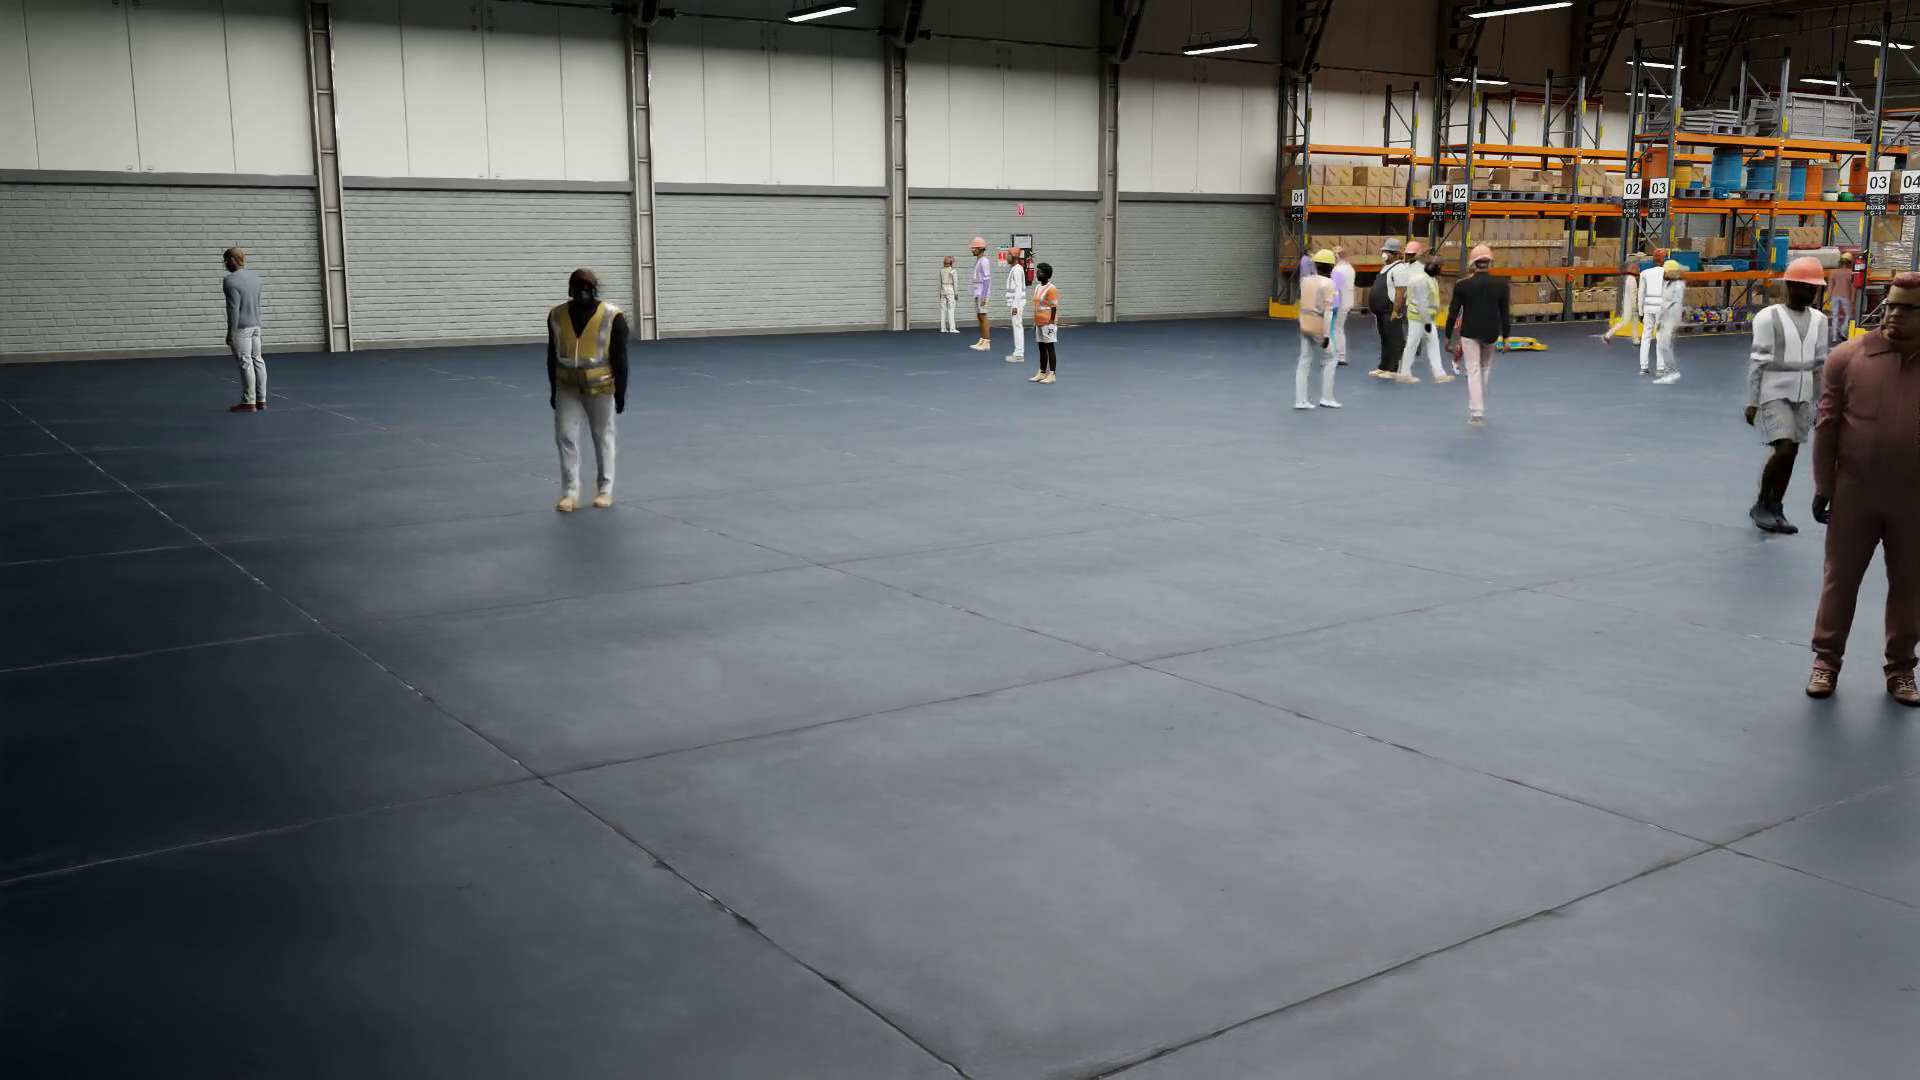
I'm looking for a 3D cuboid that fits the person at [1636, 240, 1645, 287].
[{"bbox_3d":[18.377,-7.102,44.916,0.387,1.958,0.600,-4,11,-21],"label":"person"}]

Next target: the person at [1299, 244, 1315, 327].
[{"bbox_3d":[7.937,-5.788,37.905,0.422,1.895,0.733,5,11,24],"label":"person"}]

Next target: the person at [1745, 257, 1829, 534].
[{"bbox_3d":[5.729,-0.981,11.470,0.565,1.916,0.443,-3,11,-14],"label":"person"}]

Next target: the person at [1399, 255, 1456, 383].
[{"bbox_3d":[6.578,-3.073,23.281,0.864,1.792,0.646,6,12,31],"label":"person"}]

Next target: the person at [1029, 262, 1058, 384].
[{"bbox_3d":[1.194,-3.046,23.395,0.322,1.697,0.531,-5,11,-24],"label":"person"}]

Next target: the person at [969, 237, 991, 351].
[{"bbox_3d":[0.354,-4.452,30.156,0.394,2.042,0.611,-2,11,-10],"label":"person"}]

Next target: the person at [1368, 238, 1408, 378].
[{"bbox_3d":[6.243,-3.386,24.320,0.537,2.000,0.682,-1,10,-4],"label":"person"}]

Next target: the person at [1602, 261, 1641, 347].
[{"bbox_3d":[12.426,-4.382,30.977,0.762,1.603,0.500,4,11,22],"label":"person"}]

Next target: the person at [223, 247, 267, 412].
[{"bbox_3d":[-8.459,-2.477,19.632,0.374,1.934,0.627,2,10,8],"label":"person"}]

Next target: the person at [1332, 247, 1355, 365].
[{"bbox_3d":[6.039,-3.758,26.762,0.570,1.890,0.686,8,13,36],"label":"person"}]

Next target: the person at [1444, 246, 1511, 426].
[{"bbox_3d":[5.702,-2.270,18.444,0.655,1.942,0.998,0,10,1],"label":"person"}]

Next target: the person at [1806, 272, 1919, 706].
[{"bbox_3d":[4.106,-0.219,7.339,0.643,1.905,0.400,5,11,24],"label":"person"}]

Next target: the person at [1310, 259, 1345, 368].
[{"bbox_3d":[5.734,-3.635,26.335,0.668,1.799,0.789,-4,11,-19],"label":"person"}]

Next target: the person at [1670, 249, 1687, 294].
[{"bbox_3d":[16.170,-5.706,37.742,0.917,1.780,0.619,-9,14,-41],"label":"person"}]

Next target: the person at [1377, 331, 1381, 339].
[{"bbox_3d":[8.468,-4.714,32.757,0.394,1.617,0.517,-9,13,-40],"label":"person"}]

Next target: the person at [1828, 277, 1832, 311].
[{"bbox_3d":[24.069,-7.055,45.555,0.520,1.620,0.341,9,14,40],"label":"person"}]

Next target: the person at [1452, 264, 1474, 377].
[{"bbox_3d":[7.483,-3.247,24.312,0.551,1.752,0.393,-4,11,-23],"label":"person"}]

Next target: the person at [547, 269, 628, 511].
[{"bbox_3d":[-2.816,-1.109,12.467,0.644,1.813,0.741,1,10,5],"label":"person"}]

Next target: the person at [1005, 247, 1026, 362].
[{"bbox_3d":[0.919,-3.882,27.471,0.352,1.881,0.576,0,10,3],"label":"person"}]

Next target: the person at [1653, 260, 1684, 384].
[{"bbox_3d":[9.880,-3.034,23.228,0.365,1.728,0.518,0,10,2],"label":"person"}]

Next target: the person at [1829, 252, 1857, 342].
[{"bbox_3d":[17.230,-4.727,32.480,0.527,1.752,0.464,9,14,40],"label":"person"}]

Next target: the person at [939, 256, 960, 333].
[{"bbox_3d":[-0.247,-5.261,35.696,0.514,1.642,0.314,10,14,43],"label":"person"}]

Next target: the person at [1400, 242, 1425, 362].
[{"bbox_3d":[7.393,-3.913,27.403,0.631,1.968,0.638,-7,12,-34],"label":"person"}]

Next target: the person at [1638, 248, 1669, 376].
[{"bbox_3d":[10.389,-3.391,24.780,0.355,1.883,0.573,-9,14,-40],"label":"person"}]

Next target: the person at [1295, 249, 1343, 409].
[{"bbox_3d":[4.311,-2.508,19.881,0.699,1.900,0.603,-7,12,-32],"label":"person"}]

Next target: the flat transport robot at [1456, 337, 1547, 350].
[{"bbox_3d":[9.840,-3.577,30.223,1.431,0.197,0.652,-1,10,-7],"label":"flat transport robot"}]
